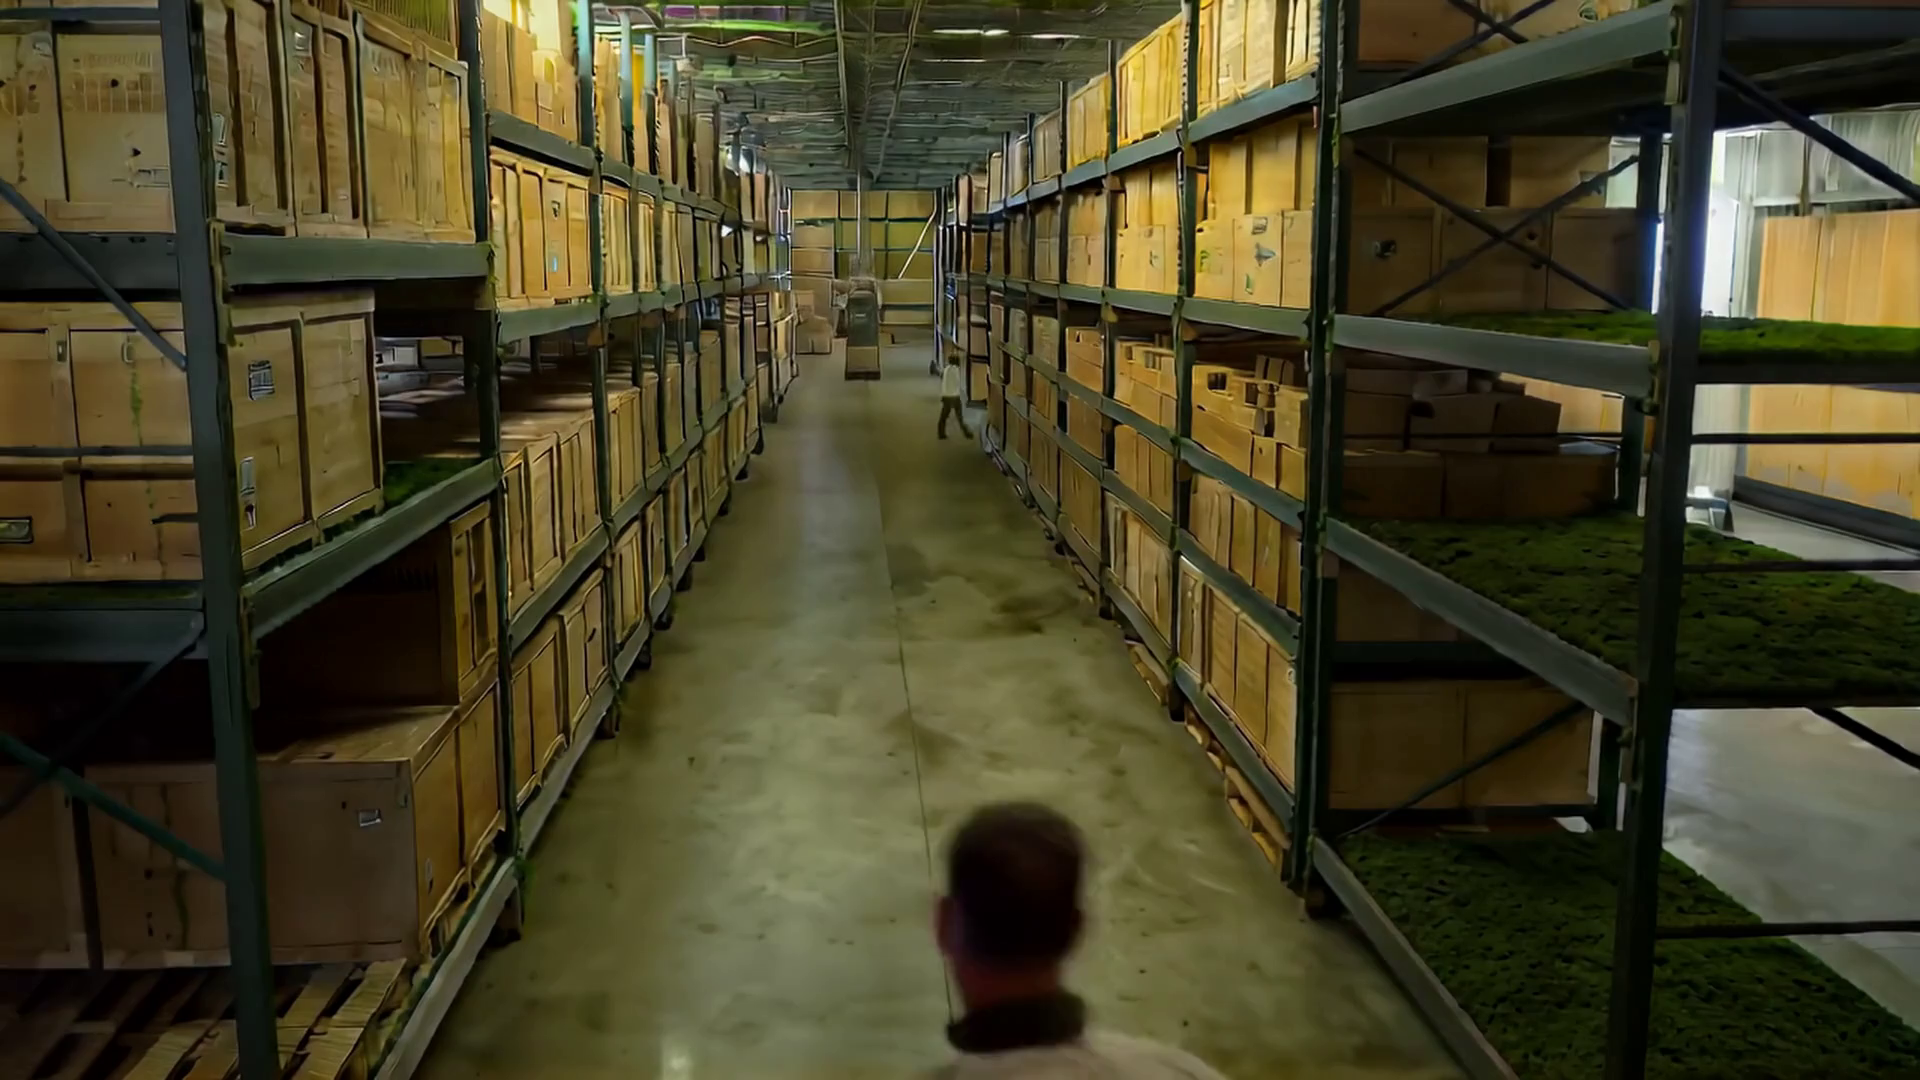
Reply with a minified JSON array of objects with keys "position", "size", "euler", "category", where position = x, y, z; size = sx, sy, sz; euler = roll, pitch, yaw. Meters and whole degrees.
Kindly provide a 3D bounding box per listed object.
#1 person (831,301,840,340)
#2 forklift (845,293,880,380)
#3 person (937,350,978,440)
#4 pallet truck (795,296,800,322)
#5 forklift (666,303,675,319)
[{"position":[-6.136,-10.822,81.947],"size":[0.408,1.933,0.659],"euler":[-1,10,-5],"category":"person"},{"position":[-3.186,-6.662,54.264],"size":[1.129,2.768,1.873],"euler":[-1,10,-4],"category":"forklift"},{"position":[-0.068,-3.112,35.818],"size":[0.966,1.946,0.648],"euler":[4,10,20],"category":"person"},{"position":[-8.622,-12.439,91.403],"size":[1.885,1.965,0.823],"euler":[2,10,13],"category":"pallet truck"},{"position":[-8.619,-5.973,50.149],"size":[1.873,2.768,1.129],"euler":[-1,10,-3],"category":"forklift"}]
